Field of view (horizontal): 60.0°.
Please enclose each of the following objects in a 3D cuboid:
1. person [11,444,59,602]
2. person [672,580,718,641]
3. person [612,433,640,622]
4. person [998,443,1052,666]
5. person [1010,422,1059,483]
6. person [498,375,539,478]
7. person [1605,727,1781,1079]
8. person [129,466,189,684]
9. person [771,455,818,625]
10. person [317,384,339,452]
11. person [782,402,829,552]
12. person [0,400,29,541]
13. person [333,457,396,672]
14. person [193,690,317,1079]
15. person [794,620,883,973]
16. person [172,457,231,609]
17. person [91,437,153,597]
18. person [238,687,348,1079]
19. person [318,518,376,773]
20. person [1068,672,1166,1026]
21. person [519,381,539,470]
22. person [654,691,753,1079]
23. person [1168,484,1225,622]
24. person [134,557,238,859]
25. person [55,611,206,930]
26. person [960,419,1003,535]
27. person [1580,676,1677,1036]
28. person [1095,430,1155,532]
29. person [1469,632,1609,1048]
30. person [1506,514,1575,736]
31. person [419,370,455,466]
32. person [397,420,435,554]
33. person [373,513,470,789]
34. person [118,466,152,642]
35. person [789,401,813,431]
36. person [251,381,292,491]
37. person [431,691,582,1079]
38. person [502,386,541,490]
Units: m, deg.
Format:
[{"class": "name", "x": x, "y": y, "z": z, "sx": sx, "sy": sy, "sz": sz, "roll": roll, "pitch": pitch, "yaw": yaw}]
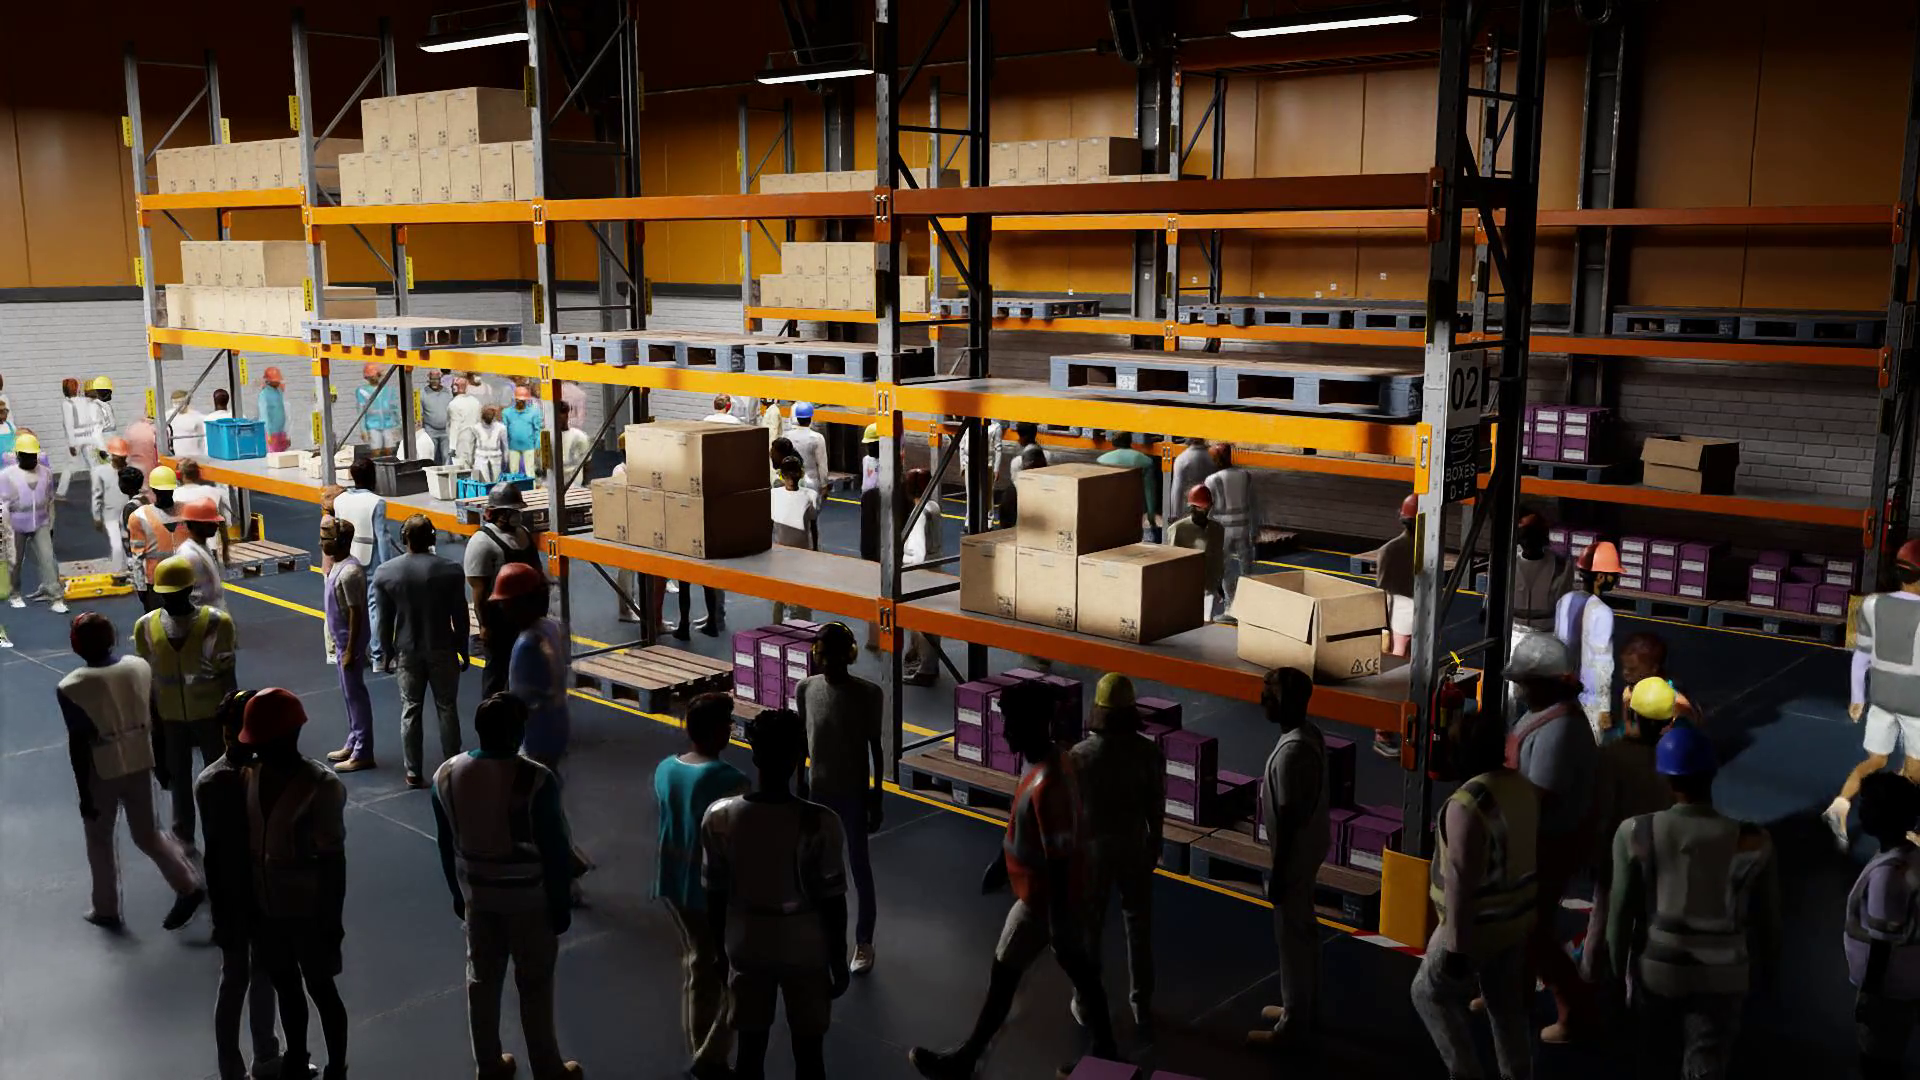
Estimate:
[{"class": "person", "x": -9.871, "y": -0.221, "z": 17.744, "sx": 0.527, "sy": 1.761, "sz": 0.340, "roll": 9, "pitch": 14, "yaw": 43}, {"class": "person", "x": -2.594, "y": -0.004, "z": 16.052, "sx": 0.545, "sy": 1.928, "sz": 0.402, "roll": -6, "pitch": 12, "yaw": -32}, {"class": "person", "x": -3.321, "y": -0.142, "z": 16.812, "sx": 0.369, "sy": 1.928, "sz": 0.586, "roll": 0, "pitch": 10, "yaw": 0}, {"class": "person", "x": 0.655, "y": 0.096, "z": 15.150, "sx": 0.709, "sy": 2.000, "sz": 0.862, "roll": 4, "pitch": 11, "yaw": 24}, {"class": "person", "x": 0.856, "y": -0.304, "z": 17.720, "sx": 0.638, "sy": 1.936, "sz": 0.669, "roll": -6, "pitch": 12, "yaw": -30}, {"class": "person", "x": -6.957, "y": -1.816, "z": 25.957, "sx": 1.043, "sy": 2.000, "sz": 0.737, "roll": 2, "pitch": 10, "yaw": 9}, {"class": "person", "x": 2.919, "y": 1.672, "z": 6.643, "sx": 0.631, "sy": 1.883, "sz": 1.020, "roll": 5, "pitch": 11, "yaw": 25}, {"class": "person", "x": -6.776, "y": 0.313, "z": 14.282, "sx": 0.581, "sy": 1.919, "sz": 0.397, "roll": -9, "pitch": 14, "yaw": -42}, {"class": "person", "x": -1.549, "y": 0.144, "z": 15.358, "sx": 0.517, "sy": 1.874, "sz": 0.328, "roll": -2, "pitch": 10, "yaw": -9}, {"class": "person", "x": -9.471, "y": -1.471, "z": 24.899, "sx": 0.443, "sy": 1.721, "sz": 0.503, "roll": -2, "pitch": 10, "yaw": -12}, {"class": "person", "x": -1.829, "y": -0.666, "z": 19.712, "sx": 0.613, "sy": 1.950, "sz": 0.376, "roll": 5, "pitch": 11, "yaw": 24}, {"class": "person", "x": -12.170, "y": -0.866, "z": 21.138, "sx": 0.337, "sy": 1.845, "sz": 0.514, "roll": 4, "pitch": 11, "yaw": 22}, {"class": "person", "x": -5.291, "y": 0.220, "z": 14.788, "sx": 0.587, "sy": 1.920, "sz": 0.395, "roll": 5, "pitch": 11, "yaw": 27}, {"class": "person", "x": -3.134, "y": 1.569, "z": 7.346, "sx": 0.333, "sy": 1.860, "sz": 0.510, "roll": 2, "pitch": 10, "yaw": 11}, {"class": "person", "x": -0.636, "y": 1.329, "z": 8.685, "sx": 0.504, "sy": 1.864, "sz": 0.332, "roll": 3, "pitch": 10, "yaw": 16}, {"class": "person", "x": -7.172, "y": 0.122, "z": 15.725, "sx": 0.592, "sy": 1.799, "sz": 0.864, "roll": -9, "pitch": 14, "yaw": -43}, {"class": "person", "x": -9.046, "y": -0.262, "z": 18.036, "sx": 0.661, "sy": 1.724, "sz": 0.581, "roll": 10, "pitch": 14, "yaw": 43}, {"class": "person", "x": -2.885, "y": 1.564, "z": 7.171, "sx": 0.544, "sy": 1.929, "sz": 0.387, "roll": 5, "pitch": 11, "yaw": 24}, {"class": "person", "x": -4.433, "y": 0.748, "z": 12.011, "sx": 0.338, "sy": 1.845, "sz": 0.514, "roll": -5, "pitch": 11, "yaw": -27}, {"class": "person", "x": 0.751, "y": 1.498, "z": 8.098, "sx": 0.488, "sy": 1.735, "sz": 0.338, "roll": -1, "pitch": 10, "yaw": -4}, {"class": "person", "x": -7.373, "y": -2.035, "z": 28.081, "sx": 0.490, "sy": 1.732, "sz": 0.324, "roll": 5, "pitch": 11, "yaw": 26}, {"class": "person", "x": -1.096, "y": 1.578, "z": 7.363, "sx": 0.607, "sy": 1.821, "sz": 0.458, "roll": 8, "pitch": 13, "yaw": 37}, {"class": "person", "x": 2.053, "y": 0.381, "z": 14.348, "sx": 0.573, "sy": 1.749, "sz": 0.343, "roll": -4, "pitch": 11, "yaw": -23}, {"class": "person", "x": -4.712, "y": 1.041, "z": 10.168, "sx": 0.582, "sy": 1.919, "sz": 0.397, "roll": -1, "pitch": 10, "yaw": -8}, {"class": "person", "x": -4.548, "y": 1.284, "z": 9.134, "sx": 0.793, "sy": 1.805, "sz": 0.595, "roll": 5, "pitch": 11, "yaw": 26}, {"class": "person", "x": 0.255, "y": -0.965, "z": 21.729, "sx": 0.588, "sy": 1.835, "sz": 0.403, "roll": 5, "pitch": 11, "yaw": 24}, {"class": "person", "x": 3.253, "y": 1.504, "z": 7.967, "sx": 0.528, "sy": 1.765, "sz": 0.328, "roll": -2, "pitch": 10, "yaw": -10}, {"class": "person", "x": 1.764, "y": -0.262, "z": 17.640, "sx": 0.640, "sy": 1.897, "sz": 0.916, "roll": -2, "pitch": 10, "yaw": -11}, {"class": "person", "x": 2.752, "y": 1.392, "z": 7.823, "sx": 0.659, "sy": 2.000, "sz": 0.698, "roll": 2, "pitch": 10, "yaw": 14}, {"class": "person", "x": 4.119, "y": 0.732, "z": 12.040, "sx": 0.582, "sy": 1.876, "sz": 0.377, "roll": 5, "pitch": 11, "yaw": 25}, {"class": "person", "x": -7.974, "y": -1.650, "z": 25.410, "sx": 0.648, "sy": 1.904, "sz": 0.401, "roll": -7, "pitch": 12, "yaw": -34}, {"class": "person", "x": -6.362, "y": -0.587, "z": 19.389, "sx": 0.409, "sy": 1.909, "sz": 0.643, "roll": -8, "pitch": 13, "yaw": -40}, {"class": "person", "x": -3.729, "y": 0.775, "z": 11.598, "sx": 0.627, "sy": 1.941, "sz": 0.371, "roll": -2, "pitch": 10, "yaw": -10}, {"class": "person", "x": -7.856, "y": 0.130, "z": 15.951, "sx": 0.323, "sy": 1.688, "sz": 0.530, "roll": -3, "pitch": 10, "yaw": -15}, {"class": "person", "x": -2.286, "y": -1.362, "z": 23.766, "sx": 0.420, "sy": 1.912, "sz": 0.601, "roll": 1, "pitch": 10, "yaw": 8}, {"class": "person", "x": -10.676, "y": -1.610, "z": 25.734, "sx": 0.656, "sy": 1.710, "sz": 0.339, "roll": -4, "pitch": 11, "yaw": -20}, {"class": "person", "x": -1.991, "y": 1.571, "z": 7.376, "sx": 0.622, "sy": 1.844, "sz": 0.429, "roll": 3, "pitch": 10, "yaw": 16}, {"class": "person", "x": -6.431, "y": -1.387, "z": 24.377, "sx": 0.570, "sy": 1.742, "sz": 0.354, "roll": -2, "pitch": 10, "yaw": -9}]
